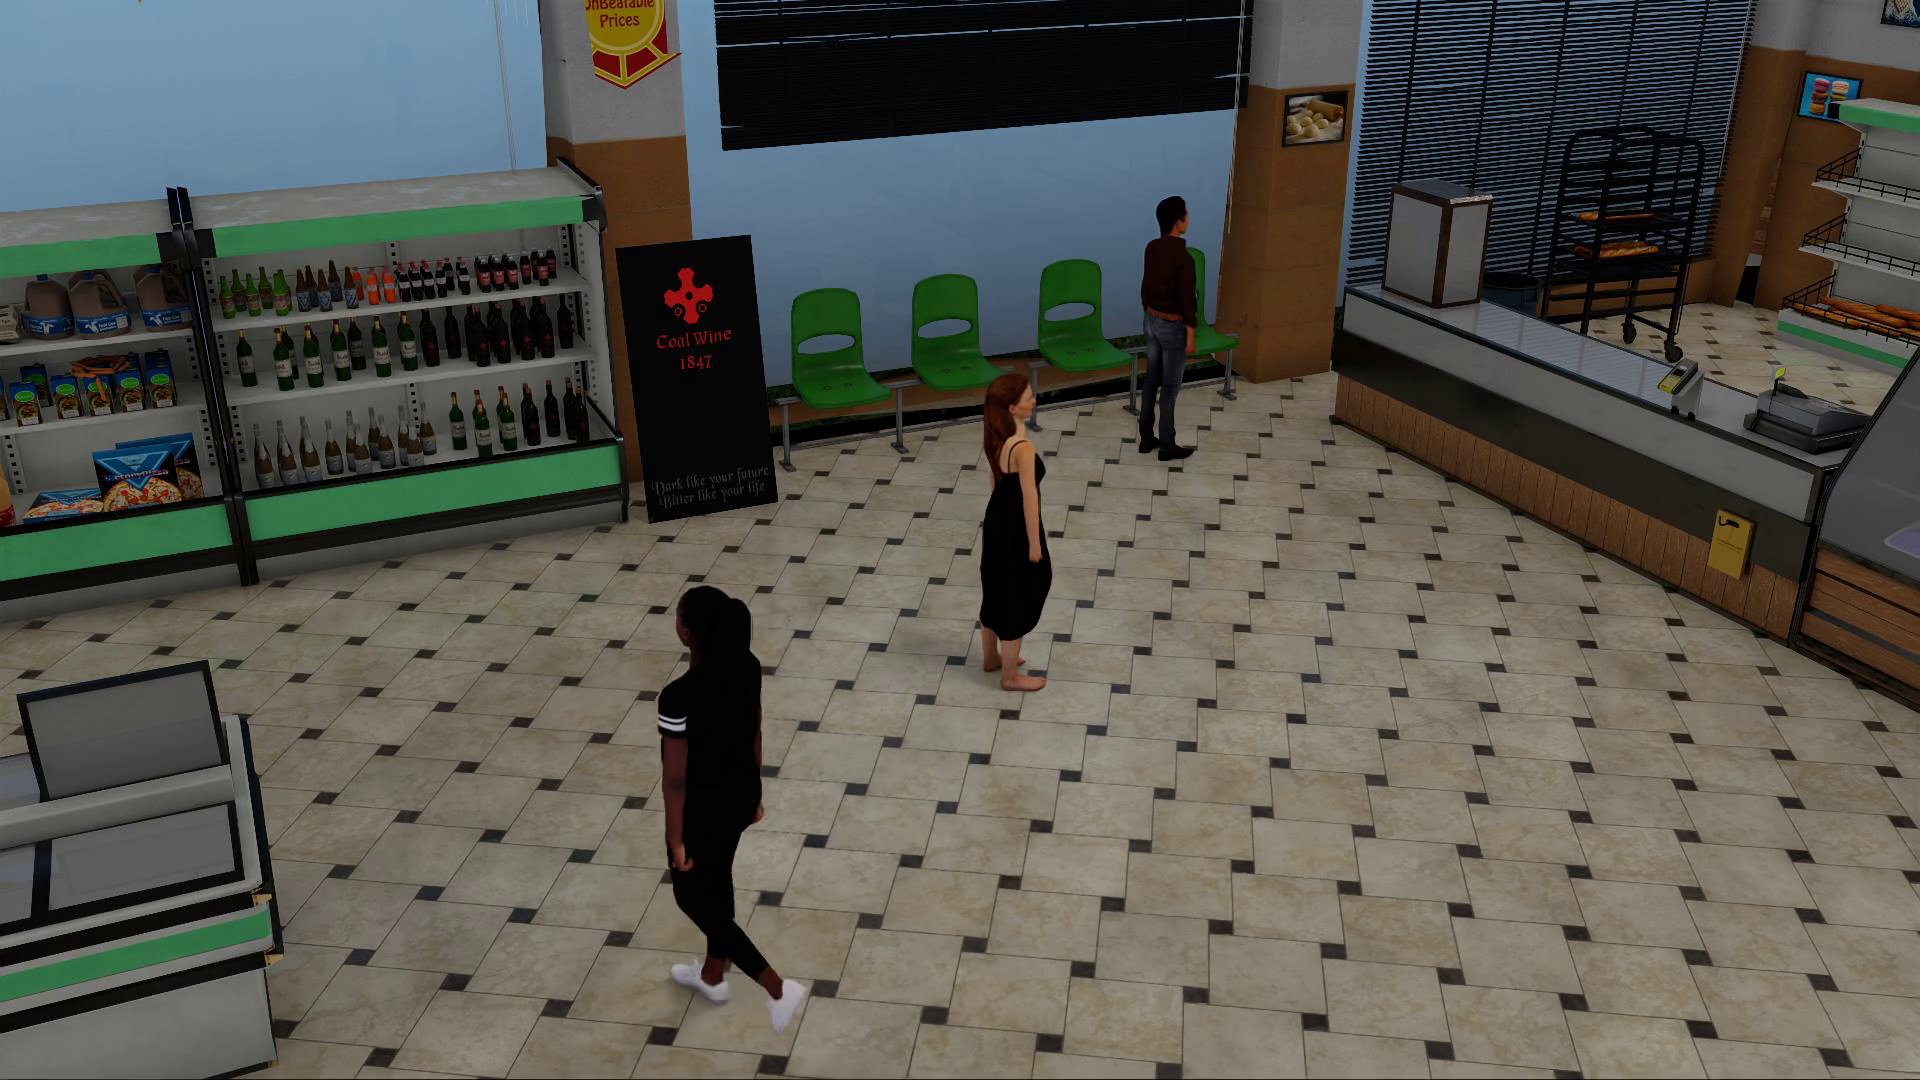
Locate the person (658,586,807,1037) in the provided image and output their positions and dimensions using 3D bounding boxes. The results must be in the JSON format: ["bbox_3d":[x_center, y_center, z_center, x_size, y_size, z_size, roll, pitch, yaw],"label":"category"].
[{"bbox_3d":[-0.800,0.970,5.773,0.942,1.712,1.009,18,29,35],"label":"person"}]

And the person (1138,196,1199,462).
[{"bbox_3d":[1.377,-1.412,11.129,0.575,1.782,0.677,-15,28,-31],"label":"person"}]

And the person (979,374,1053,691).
[{"bbox_3d":[0.246,-0.048,8.208,0.566,1.624,0.579,-9,25,-20],"label":"person"}]
